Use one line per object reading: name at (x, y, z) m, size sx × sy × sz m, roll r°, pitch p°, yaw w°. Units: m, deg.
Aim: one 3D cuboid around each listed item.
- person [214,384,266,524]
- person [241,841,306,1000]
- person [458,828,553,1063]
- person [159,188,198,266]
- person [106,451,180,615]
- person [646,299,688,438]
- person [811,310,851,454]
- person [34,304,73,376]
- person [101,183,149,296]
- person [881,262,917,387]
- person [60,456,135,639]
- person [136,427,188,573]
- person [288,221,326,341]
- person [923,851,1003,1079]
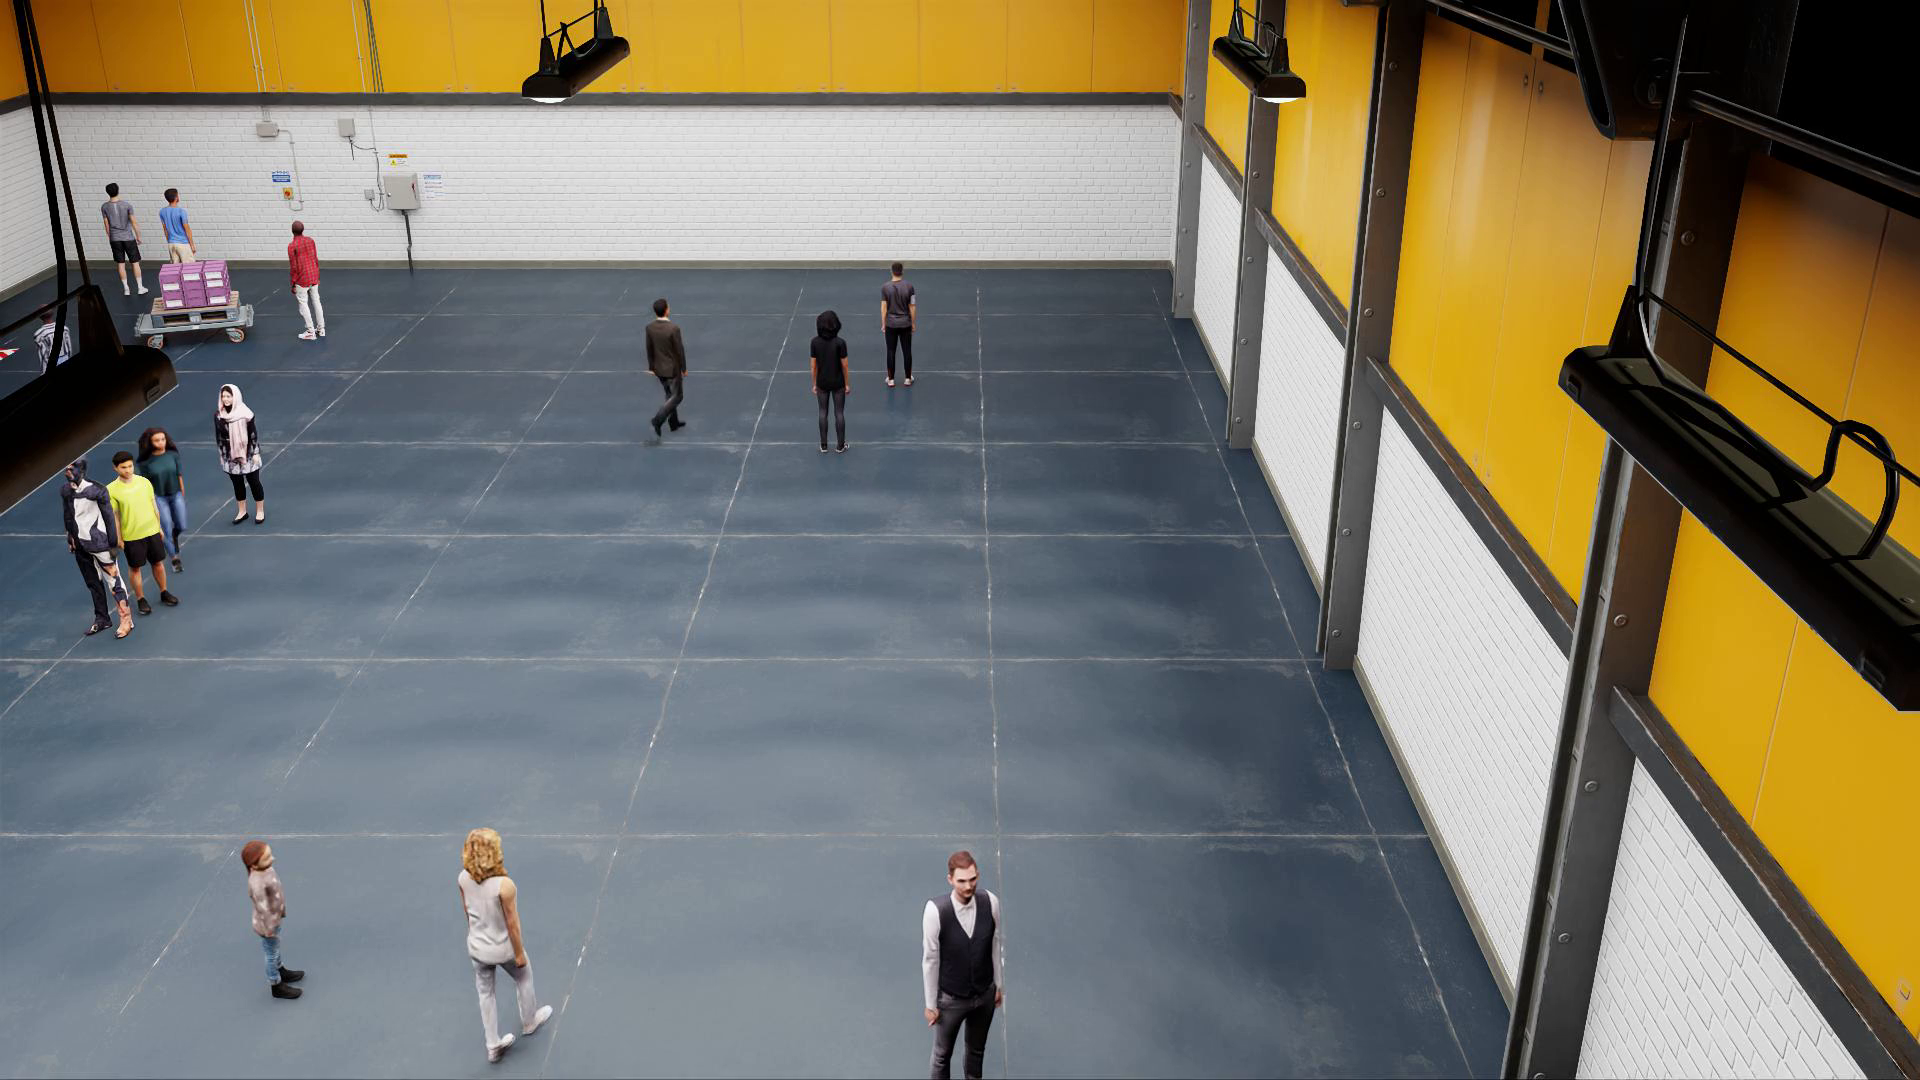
person at (-8.145, -0.988, 18.821) m, size 0.615 × 1.638 × 0.603 m, roll -1°, pitch 24°, yaw -1°
person at (-4.690, 2.552, 11.277) m, size 0.583 × 1.194 × 0.459 m, roll -5°, pitch 24°, yaw -11°
person at (-3.011, 2.647, 10.586) m, size 0.706 × 1.574 × 0.714 m, roll 8°, pitch 25°, yaw 18°
person at (-12.850, -4.856, 27.390) m, size 0.684 × 1.863 × 0.611 m, roll 4°, pitch 24°, yaw 10°
person at (-8.259, -0.103, 16.710) m, size 0.747 × 1.707 × 0.675 m, roll 20°, pitch 30°, yaw 38°
person at (-3.800, -2.182, 21.372) m, size 0.950 × 1.783 × 1.096 m, roll 12°, pitch 26°, yaw 25°
person at (-1.629, -1.989, 20.864) m, size 0.657 × 1.836 × 0.570 m, roll 3°, pitch 24°, yaw 7°
person at (-11.518, -2.152, 21.288) m, size 0.754 × 1.796 × 0.615 m, roll 11°, pitch 26°, yaw 23°
person at (-13.986, -5.028, 27.773) m, size 0.712 × 1.871 × 0.643 m, roll -6°, pitch 24°, yaw -13°
person at (-0.867, -3.029, 23.333) m, size 0.643 × 1.765 × 0.560 m, roll -2°, pitch 24°, yaw -4°
person at (-8.413, 0.036, 16.164) m, size 0.741 × 1.891 × 0.667 m, roll 5°, pitch 24°, yaw 12°
person at (-8.461, -0.460, 17.664) m, size 0.798 × 1.597 × 0.874 m, roll -17°, pitch 29°, yaw -33°
person at (-10.028, -4.004, 25.492) m, size 0.817 × 1.820 × 0.705 m, roll 14°, pitch 27°, yaw 29°
person at (0.019, 2.698, 10.013) m, size 0.741 × 1.938 × 0.704 m, roll -10°, pitch 25°, yaw -21°
